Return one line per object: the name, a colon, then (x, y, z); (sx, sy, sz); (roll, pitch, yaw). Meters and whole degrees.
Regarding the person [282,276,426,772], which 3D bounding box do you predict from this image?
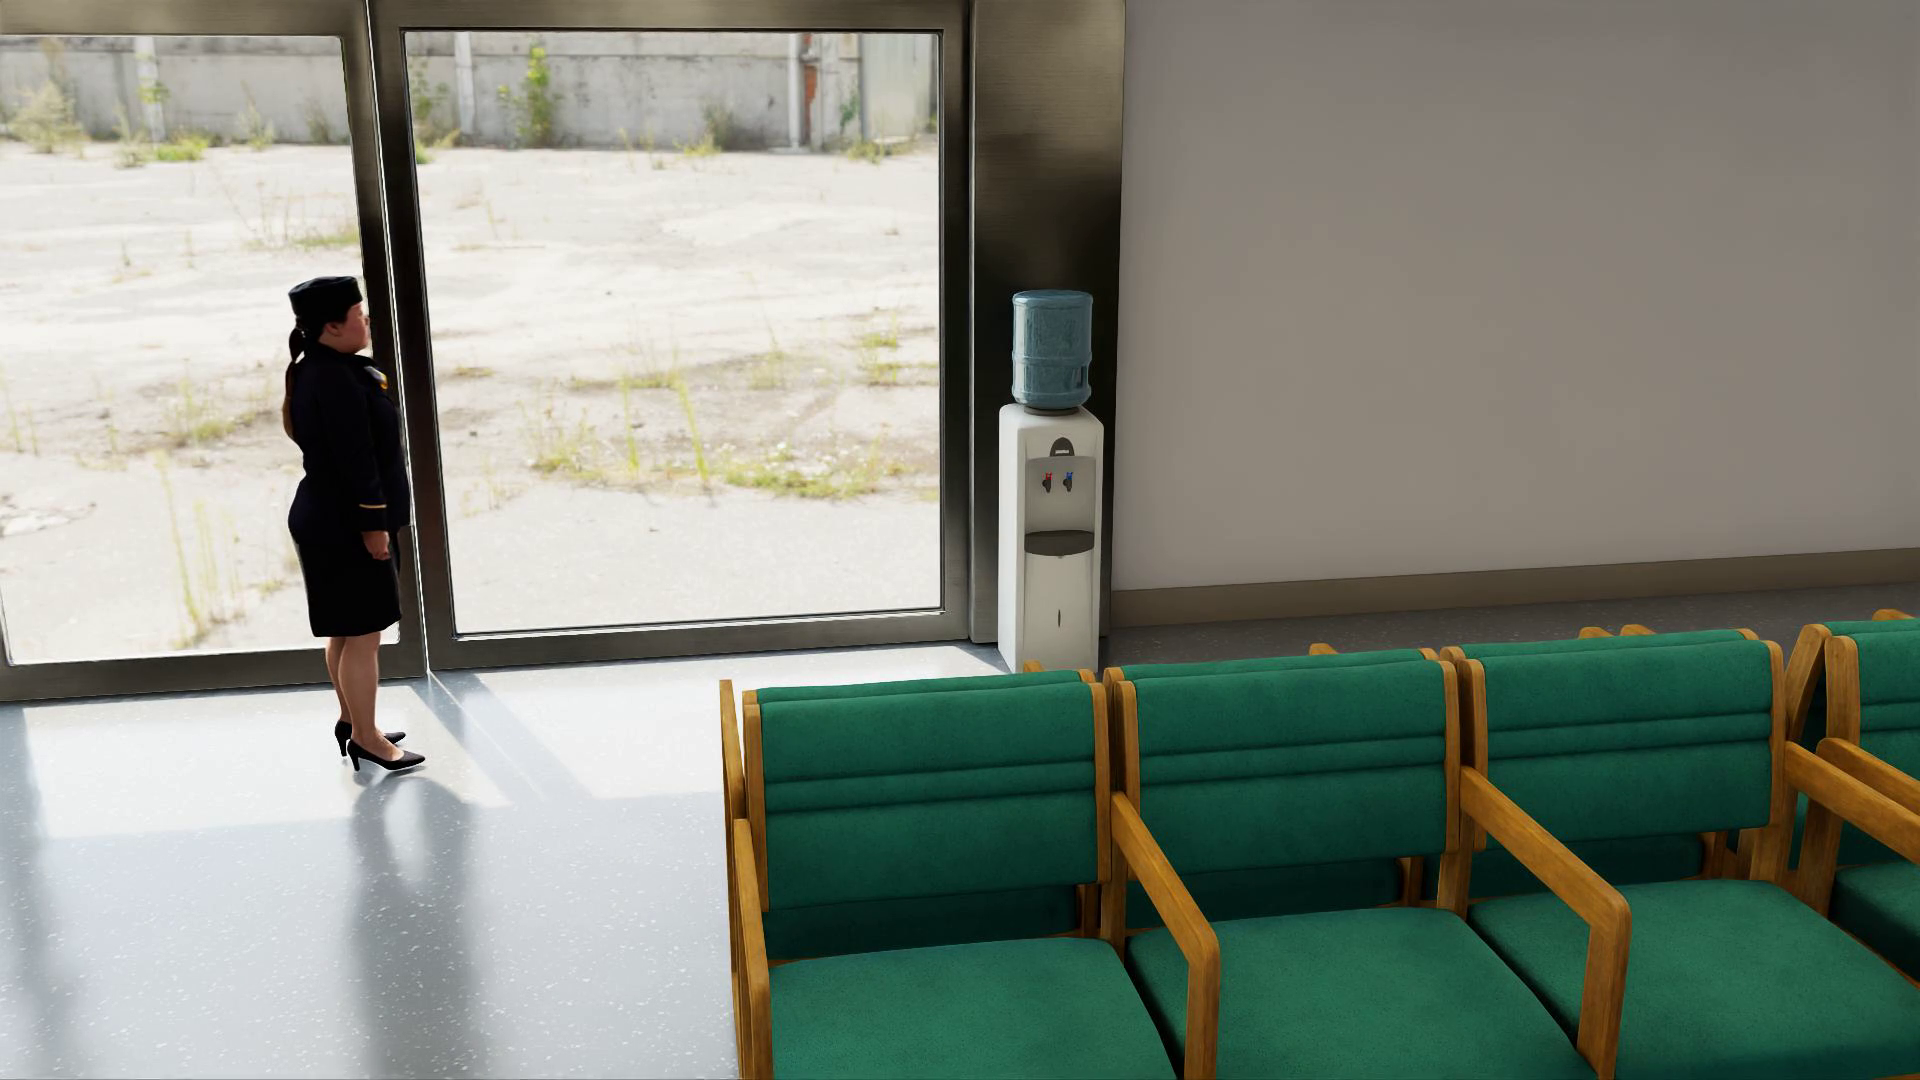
person: (-2.051, -0.042, 5.574); (0.835, 1.671, 0.691); (-9, 18, -28)
